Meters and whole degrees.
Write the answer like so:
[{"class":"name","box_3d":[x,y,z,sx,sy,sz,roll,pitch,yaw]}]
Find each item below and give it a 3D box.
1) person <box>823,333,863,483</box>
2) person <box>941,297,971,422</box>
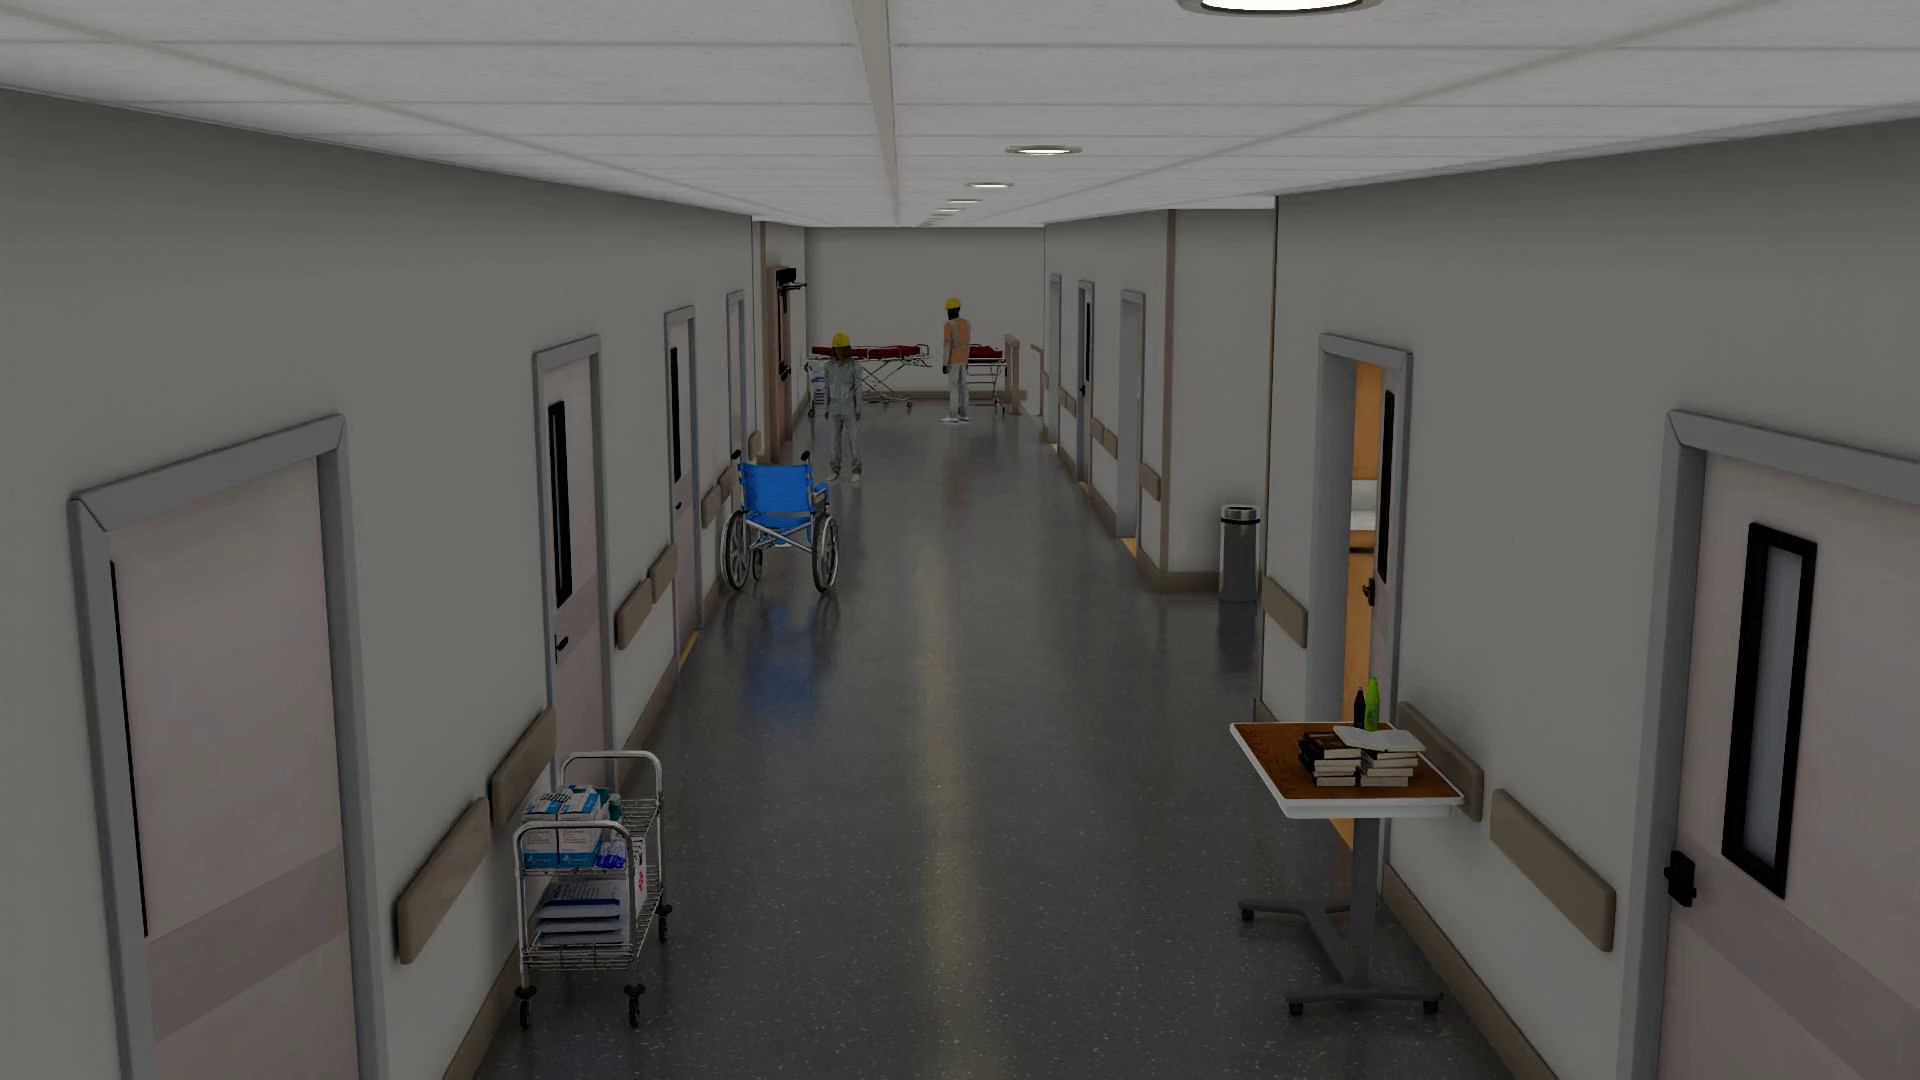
[{"class":"person","box_3d":[-1.357,-1.523,19.209,0.482,1.735,0.339,4,11,19]},{"class":"person","box_3d":[-0.074,-2.775,25.665,0.398,1.920,0.586,8,13,37]}]
